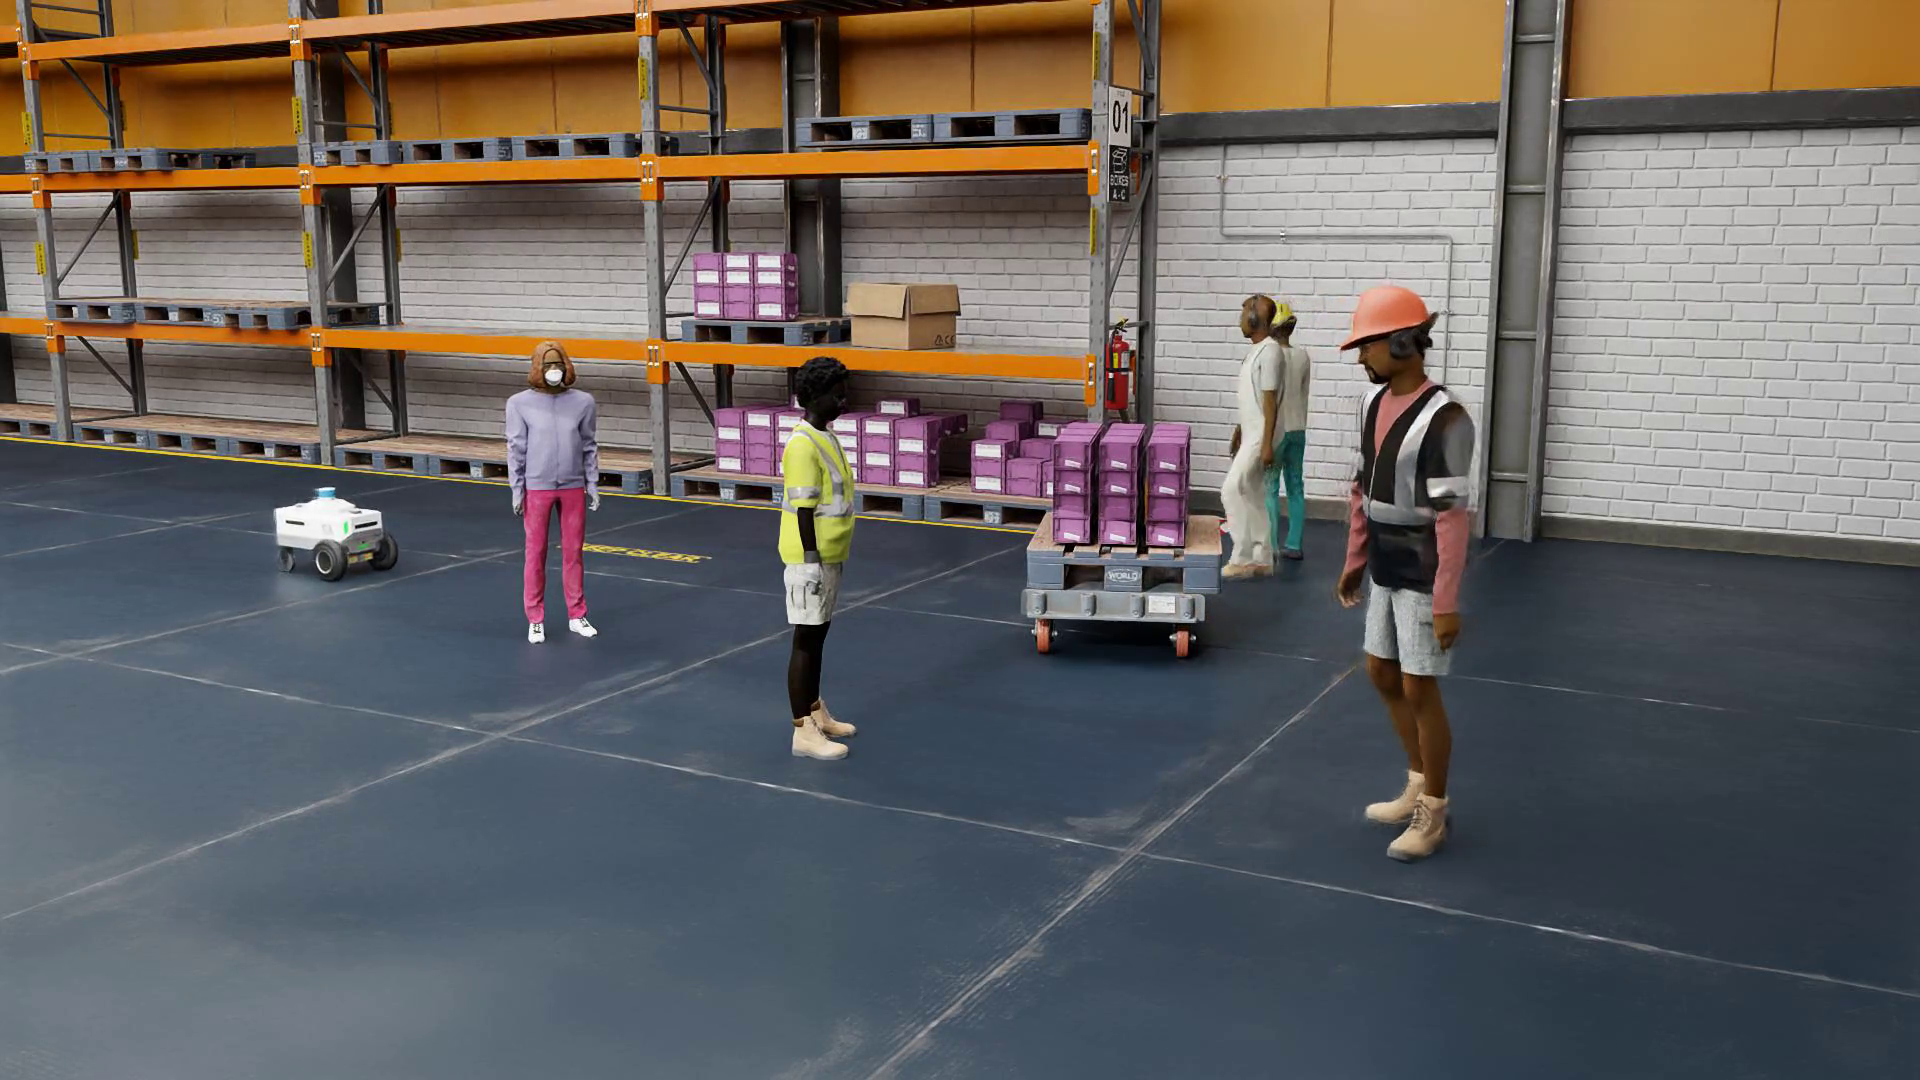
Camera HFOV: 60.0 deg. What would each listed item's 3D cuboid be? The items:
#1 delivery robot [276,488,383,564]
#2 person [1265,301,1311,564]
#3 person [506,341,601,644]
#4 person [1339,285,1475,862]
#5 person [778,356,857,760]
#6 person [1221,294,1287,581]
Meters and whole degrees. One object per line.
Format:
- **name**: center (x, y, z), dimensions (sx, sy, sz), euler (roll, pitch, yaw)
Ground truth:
- **delivery robot**: center (-4.105, -0.097, 10.822), dimensions (0.707, 0.478, 0.477), euler (6, 12, 29)
- **person**: center (2.130, -0.716, 11.184), dimensions (0.524, 1.761, 0.338), euler (-8, 13, -36)
- **person**: center (-2.197, -0.263, 9.034), dimensions (0.500, 1.633, 0.280), euler (-6, 12, -30)
- **person**: center (1.576, 0.119, 5.890), dimensions (0.504, 2.021, 0.700), euler (-2, 11, -11)
- **person**: center (-0.601, 0.068, 7.052), dimensions (0.319, 1.693, 0.532), euler (1, 10, 5)
- **person**: center (1.784, -0.634, 10.546), dimensions (0.575, 1.824, 0.548), euler (0, 10, 1)
